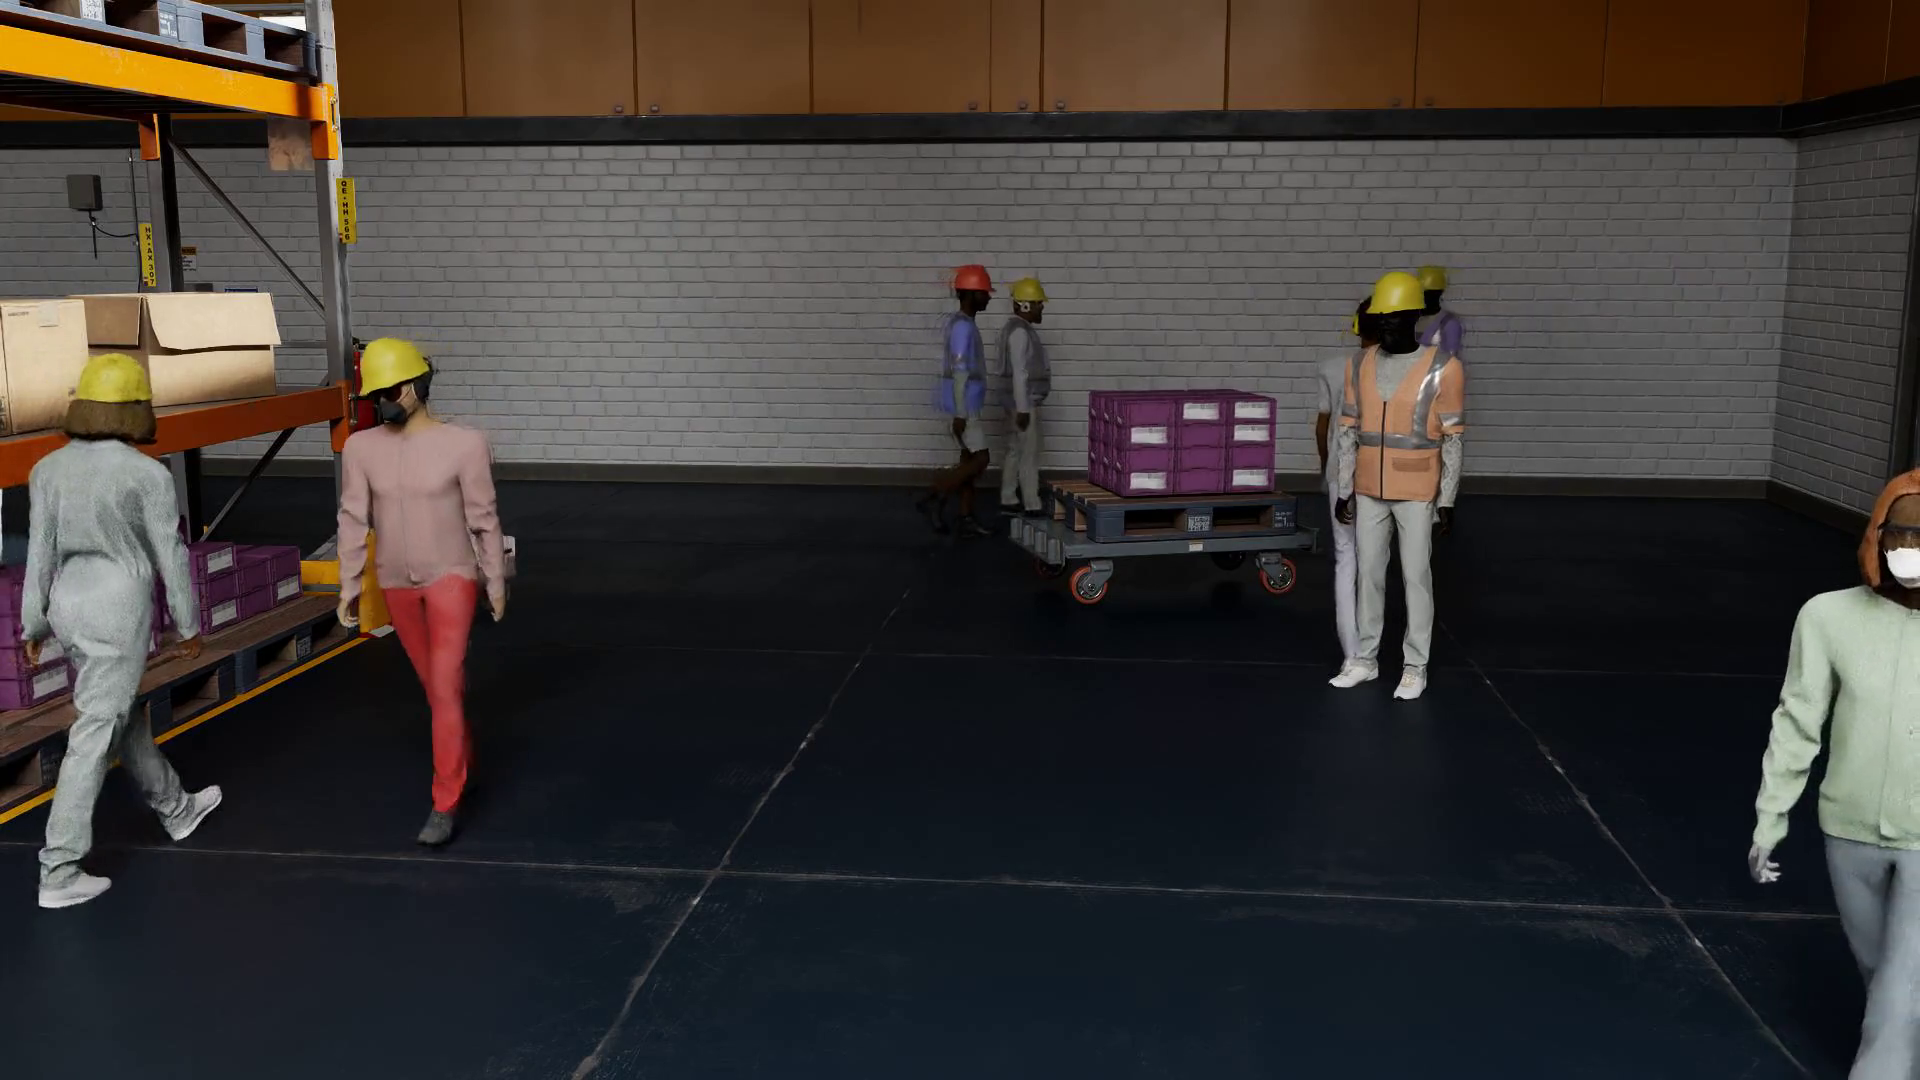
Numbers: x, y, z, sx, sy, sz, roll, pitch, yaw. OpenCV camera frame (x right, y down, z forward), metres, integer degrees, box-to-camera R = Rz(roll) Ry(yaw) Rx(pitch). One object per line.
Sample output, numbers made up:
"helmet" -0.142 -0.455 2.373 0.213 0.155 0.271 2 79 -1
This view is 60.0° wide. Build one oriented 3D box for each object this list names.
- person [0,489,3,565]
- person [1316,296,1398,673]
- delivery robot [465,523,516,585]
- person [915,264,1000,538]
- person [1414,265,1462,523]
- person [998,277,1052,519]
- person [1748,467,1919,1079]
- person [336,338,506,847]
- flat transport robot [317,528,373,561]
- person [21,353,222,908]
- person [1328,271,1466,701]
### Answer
"person" -5.768 -0.584 9.754 0.601 1.830 0.404 7 12 34
"person" 1.965 -0.279 8.071 0.482 1.802 0.985 3 10 15
"delivery robot" -2.856 0.073 9.379 0.707 0.478 0.477 5 11 26
"person" 0.019 -0.949 11.578 0.506 1.921 0.553 0 10 -1
"person" 3.398 -1.052 12.212 0.510 1.906 0.609 -4 11 -21
"person" 0.494 -1.061 12.527 0.418 1.834 0.599 0 10 -2
"person" 1.980 0.628 3.512 0.865 1.591 0.518 -9 13 -41
"person" -1.875 0.171 5.751 0.536 1.716 0.860 1 10 6
"flat transport robot" -3.564 0.121 10.181 0.652 0.197 1.431 -2 10 -9
"person" -2.699 0.256 5.336 0.493 1.685 0.909 3 10 15
"person" 1.956 -0.238 7.498 0.593 1.925 0.384 9 13 41
